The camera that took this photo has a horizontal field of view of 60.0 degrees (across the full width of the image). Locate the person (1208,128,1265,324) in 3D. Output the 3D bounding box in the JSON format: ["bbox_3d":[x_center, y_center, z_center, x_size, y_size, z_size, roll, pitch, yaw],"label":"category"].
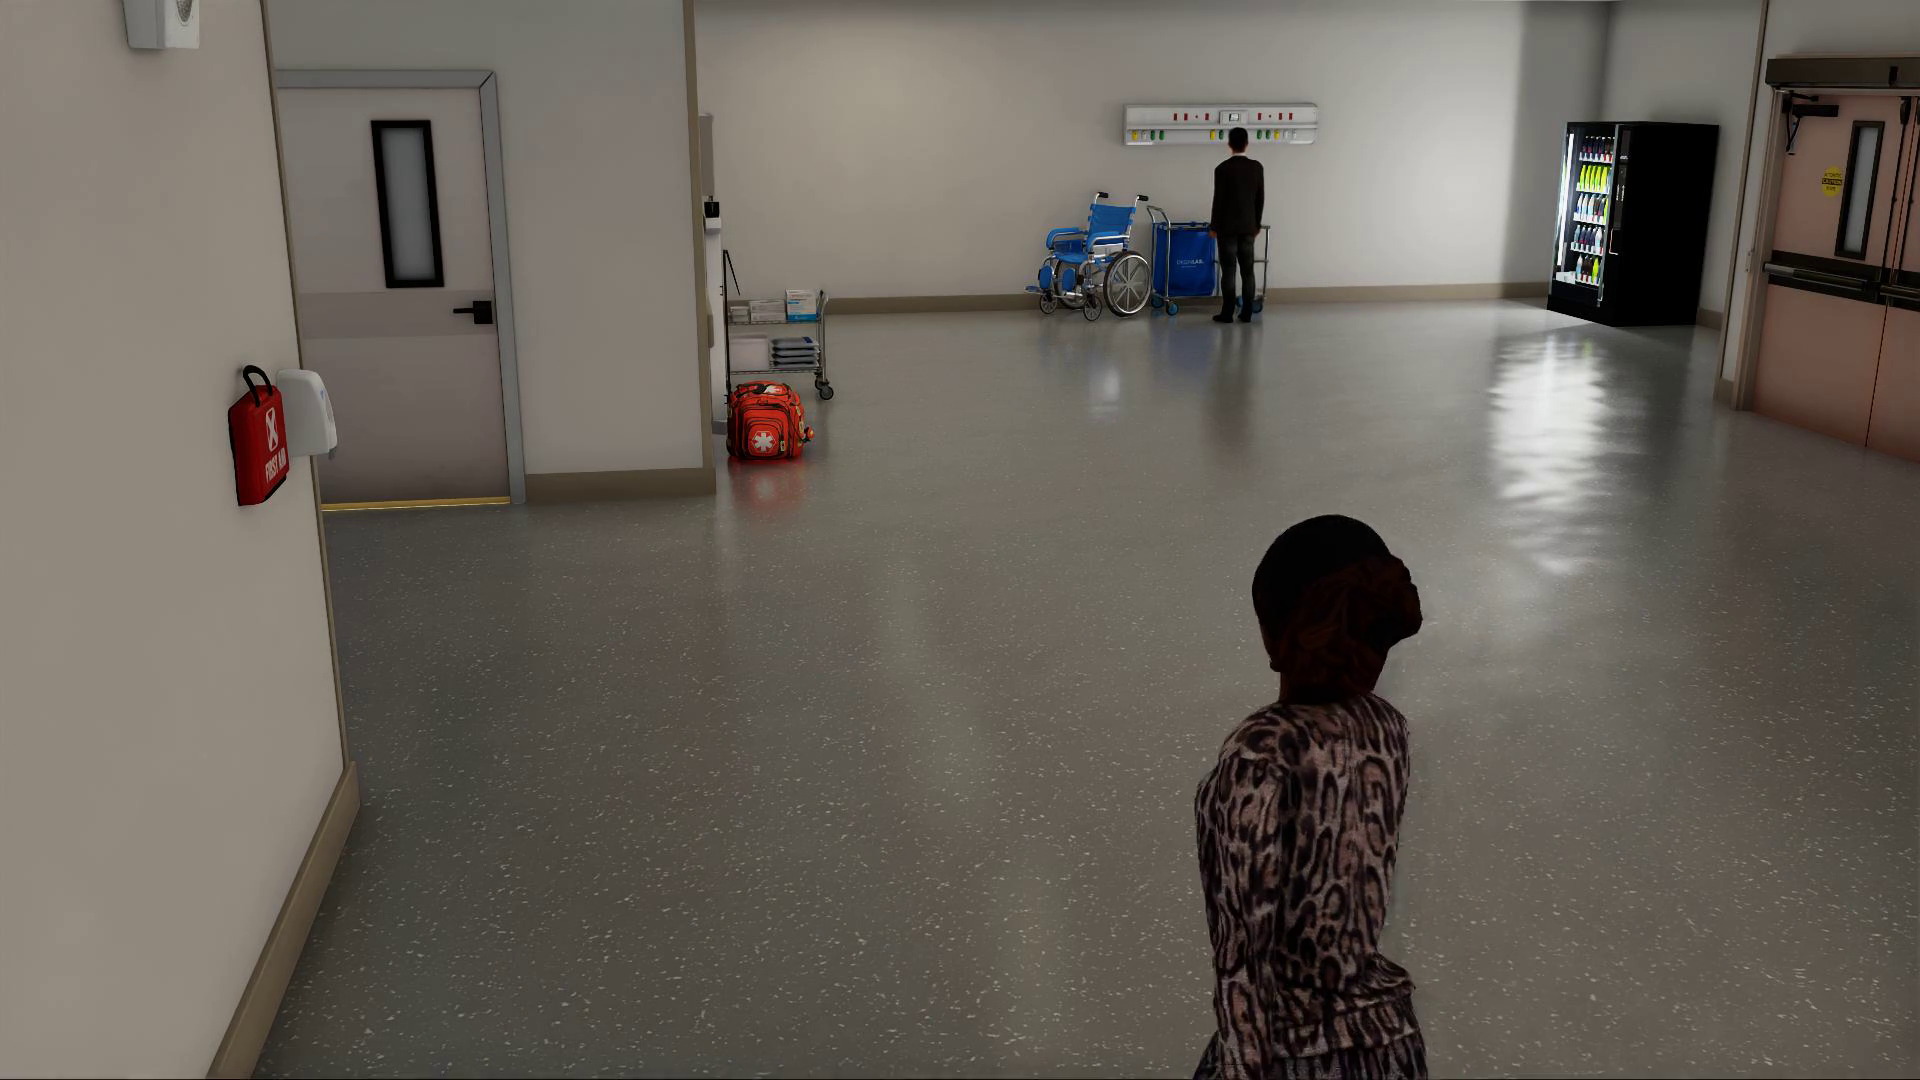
[{"bbox_3d":[2.611,-2.955,15.639,0.704,1.800,0.574,-5,16,-16],"label":"person"}]

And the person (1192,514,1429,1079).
[{"bbox_3d":[0.543,0.846,2.398,0.803,1.669,0.958,-14,21,-40],"label":"person"}]
